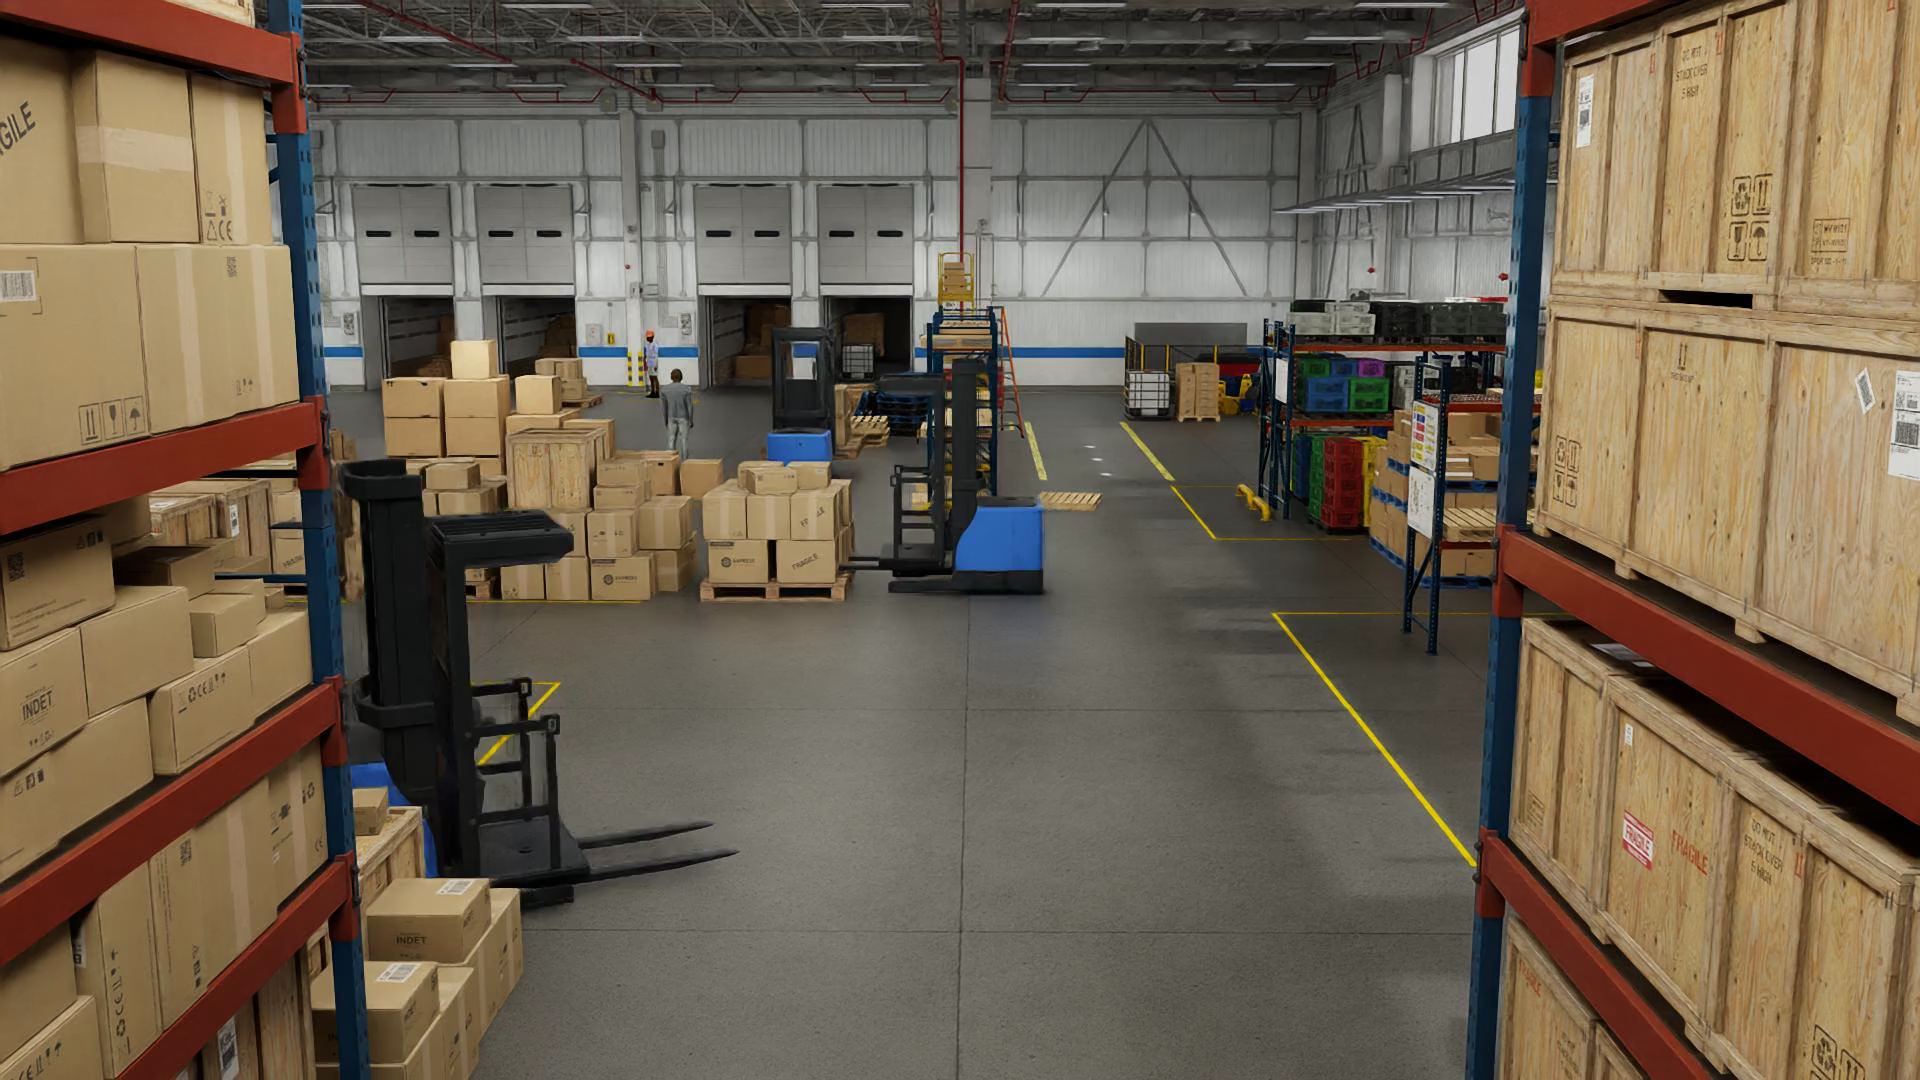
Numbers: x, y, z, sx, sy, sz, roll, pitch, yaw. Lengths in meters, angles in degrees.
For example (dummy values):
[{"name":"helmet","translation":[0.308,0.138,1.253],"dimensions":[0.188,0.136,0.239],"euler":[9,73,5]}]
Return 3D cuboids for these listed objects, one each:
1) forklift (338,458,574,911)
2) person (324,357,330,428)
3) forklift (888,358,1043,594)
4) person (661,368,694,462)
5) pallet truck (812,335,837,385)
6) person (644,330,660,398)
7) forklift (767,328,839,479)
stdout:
[{"name":"forklift","translation":[-3.522,0.918,10.404],"dimensions":[1.873,2.768,1.129],"euler":[-4,11,-24]},{"name":"person","translation":[-14.494,-3.342,37.782],"dimensions":[0.341,1.913,0.592],"euler":[-1,10,-3]},{"name":"forklift","translation":[0.077,-0.808,20.363],"dimensions":[1.873,2.768,1.129],"euler":[0,10,1]},{"name":"person","translation":[-5.369,-2.300,31.687],"dimensions":[0.630,1.940,0.372],"euler":[2,10,11]},{"name":"pallet truck","translation":[-3.021,-4.312,43.126],"dimensions":[1.885,1.965,0.823],"euler":[3,10,17]},{"name":"person","translation":[-8.765,-4.990,47.245],"dimensions":[0.389,1.930,0.544],"euler":[-8,13,-38]},{"name":"forklift","translation":[-2.738,-2.265,28.771],"dimensions":[1.129,2.768,1.873],"euler":[0,10,1]}]
